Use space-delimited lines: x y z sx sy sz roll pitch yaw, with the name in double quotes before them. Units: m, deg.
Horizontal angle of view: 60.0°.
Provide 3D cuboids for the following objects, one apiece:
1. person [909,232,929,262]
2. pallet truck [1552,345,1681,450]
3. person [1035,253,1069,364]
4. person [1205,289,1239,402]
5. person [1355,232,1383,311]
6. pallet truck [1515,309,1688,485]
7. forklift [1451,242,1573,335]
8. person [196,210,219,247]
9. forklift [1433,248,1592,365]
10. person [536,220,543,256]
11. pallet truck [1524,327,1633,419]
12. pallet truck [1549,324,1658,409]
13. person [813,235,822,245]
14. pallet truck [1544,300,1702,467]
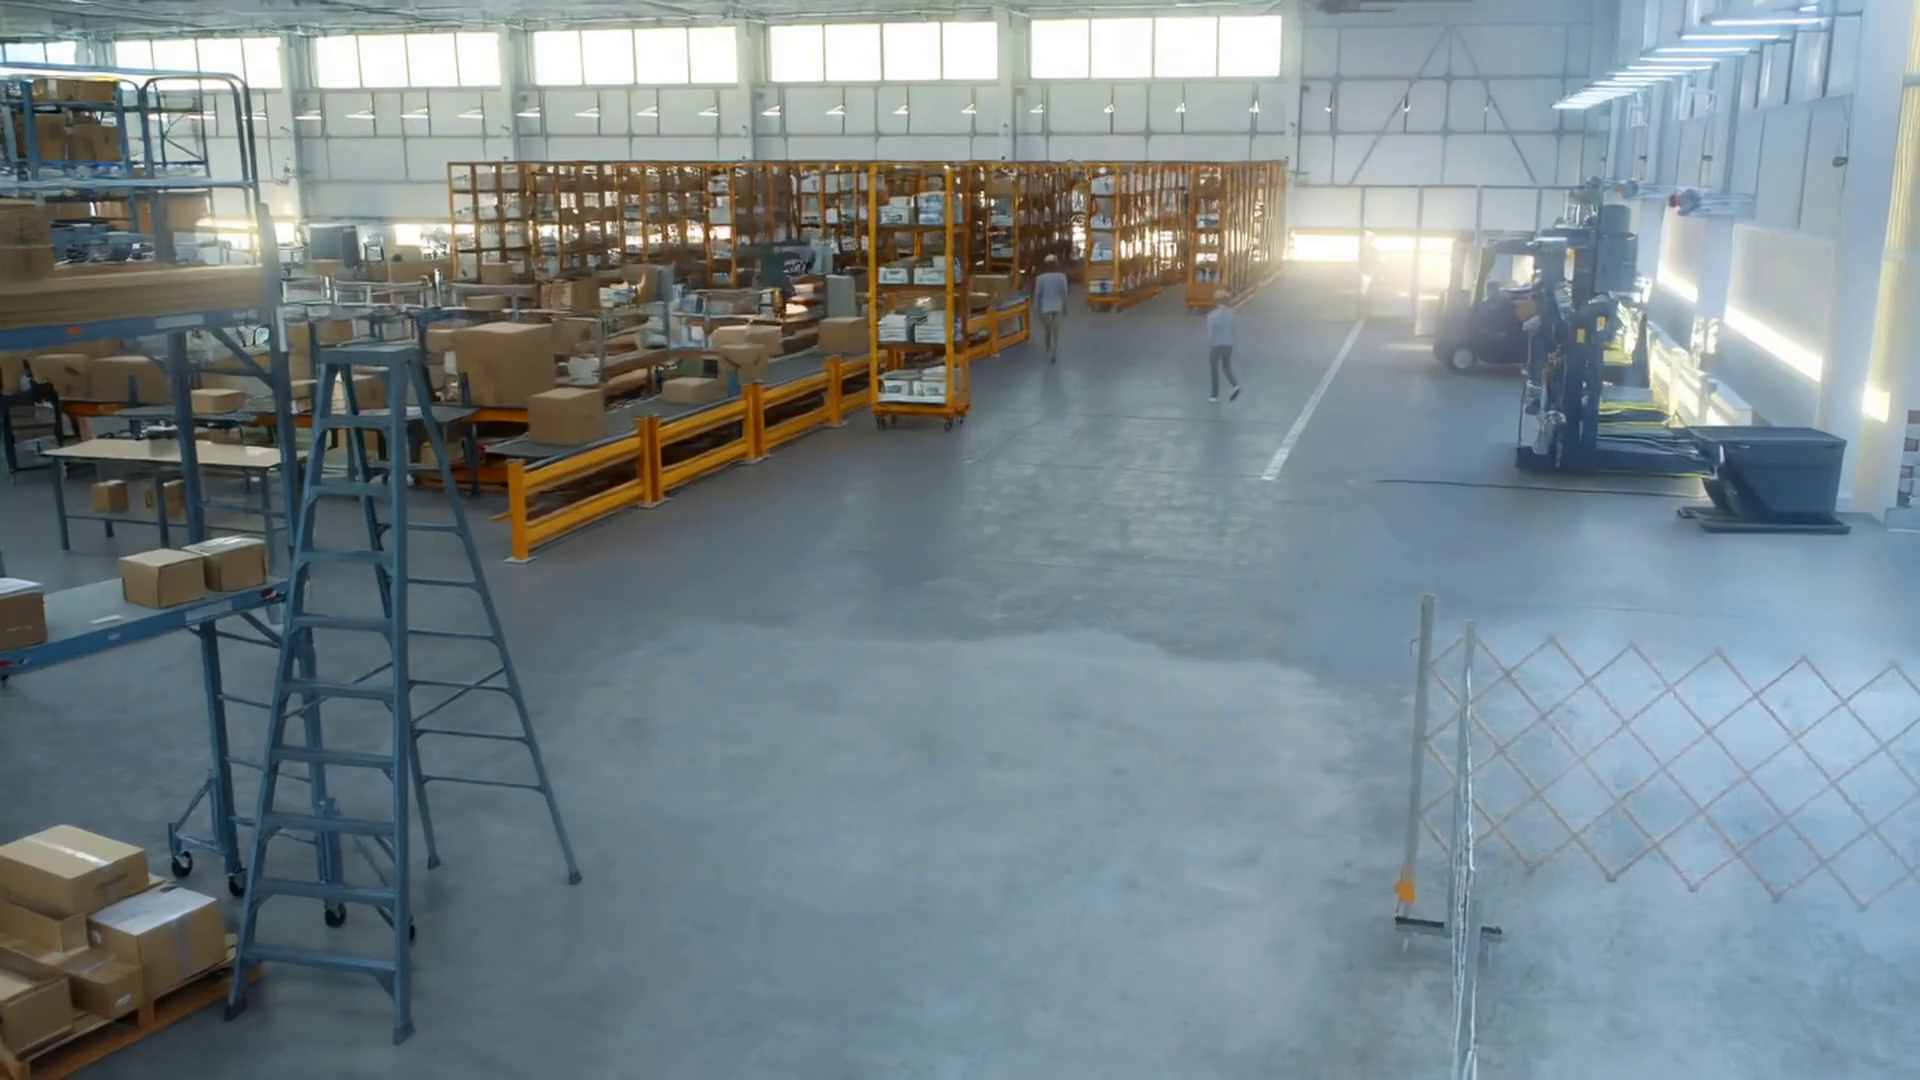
"person" -1.211 -8.163 47.936 0.911 1.782 0.593 11 17 40
"pallet truck" 8.641 -1.896 21.908 1.630 1.274 0.653 4 14 16
"person" 1.680 -4.255 30.565 0.612 2.014 0.914 2 13 9
"person" 4.052 -2.981 25.610 0.547 1.748 0.531 -5 14 -20
"person" 9.959 -6.519 40.535 1.072 1.927 0.635 -10 17 -38
"pallet truck" 7.554 -1.677 19.446 1.885 1.965 0.823 3 13 14
"forklift" 10.464 -4.597 31.405 2.680 1.987 1.157 4 14 16
"person" -24.836 -9.871 54.867 0.432 1.988 0.626 9 16 34
"forklift" 9.780 -4.111 29.280 2.680 1.987 1.157 3 13 14
"person" -15.934 -11.551 62.653 0.547 1.731 0.597 0 13 1
"pallet truck" 9.065 -2.460 24.370 1.522 1.261 0.704 3 13 14
"pallet truck" 9.824 -2.669 25.407 1.601 1.201 0.680 4 14 16
"person" -3.561 -6.607 41.139 0.799 1.816 0.588 4 14 16
"pallet truck" 8.263 -1.952 20.631 1.885 1.965 0.823 5 14 20
